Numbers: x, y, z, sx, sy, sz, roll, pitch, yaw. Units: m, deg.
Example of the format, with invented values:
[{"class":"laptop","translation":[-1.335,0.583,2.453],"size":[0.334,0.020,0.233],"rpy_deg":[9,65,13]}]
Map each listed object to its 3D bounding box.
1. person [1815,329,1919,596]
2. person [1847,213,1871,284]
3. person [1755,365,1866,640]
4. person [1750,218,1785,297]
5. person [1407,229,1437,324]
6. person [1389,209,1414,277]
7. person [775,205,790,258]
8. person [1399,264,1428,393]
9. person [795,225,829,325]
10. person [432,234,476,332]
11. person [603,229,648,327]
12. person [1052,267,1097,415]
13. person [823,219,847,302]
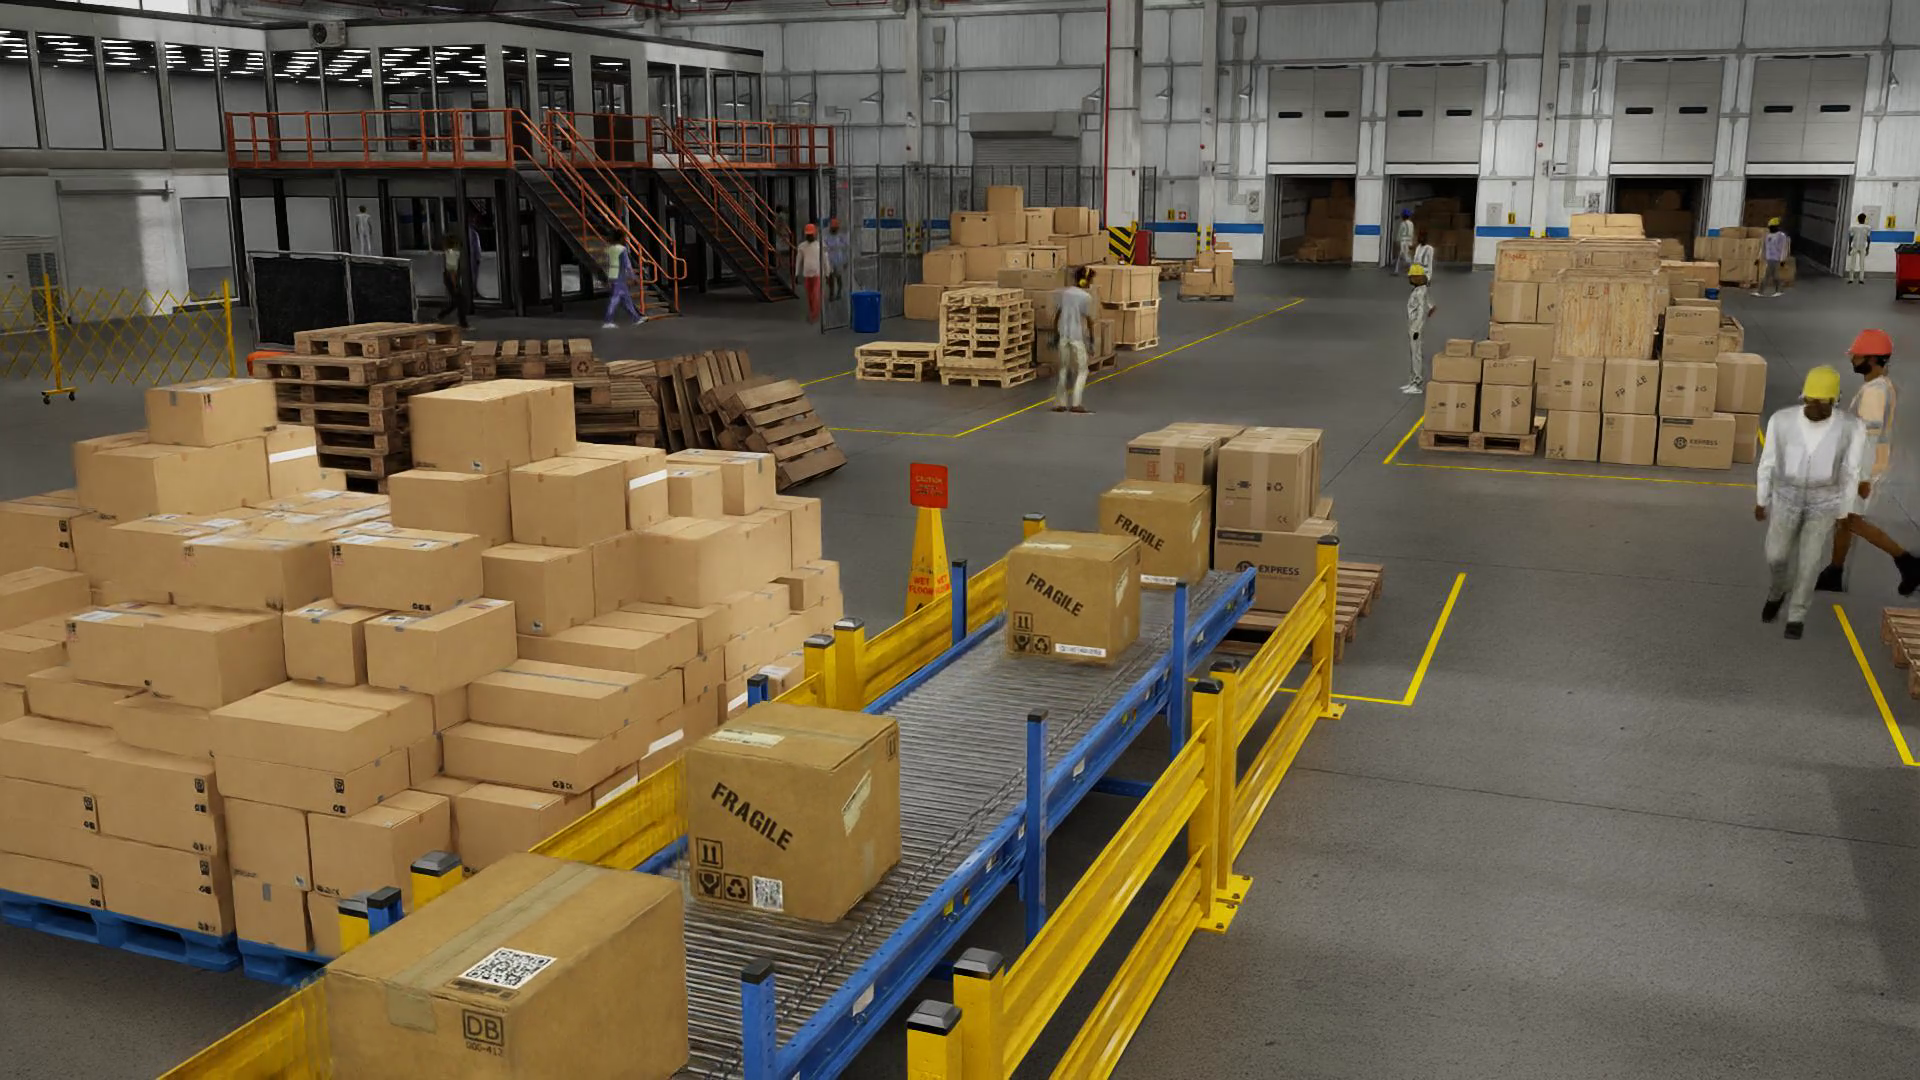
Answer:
[{"class":"person","translation":[6.454,-0.525,11.731],"size":[0.757,1.918,0.549],"rpy_deg":[8,15,31]},{"class":"person","translation":[23.823,-7.709,44.066],"size":[0.507,1.865,0.329],"rpy_deg":[7,14,28]},{"class":"person","translation":[5.450,-0.243,10.719],"size":[0.596,1.807,0.480],"rpy_deg":[7,14,29]},{"class":"person","translation":[19.307,-6.706,39.566],"size":[1.002,1.870,0.590],"rpy_deg":[-3,13,-13]},{"class":"person","translation":[9.128,-5.173,32.689],"size":[0.597,1.871,0.580],"rpy_deg":[-4,13,-16]},{"class":"person","translation":[12.559,-8.335,46.756],"size":[0.933,1.919,0.598],"rpy_deg":[10,16,38]},{"class":"person","translation":[-6.101,-10.564,56.957],"size":[0.594,1.824,0.638],"rpy_deg":[2,13,9]},{"class":"person","translation":[6.181,-2.872,22.642],"size":[0.298,1.743,0.493],"rpy_deg":[1,13,6]},{"class":"person","translation":[-2.932,-5.198,32.631],"size":[0.661,1.932,1.049],"rpy_deg":[3,13,13]},{"class":"person","translation":[-9.477,-4.778,31.014],"size":[0.697,1.825,0.530],"rpy_deg":[-5,14,-23]},{"class":"person","translation":[-6.508,-5.051,32.141],"size":[1.021,1.865,0.598],"rpy_deg":[-8,15,-33]},{"class":"person","translation":[1.412,-2.471,20.660],"size":[0.662,1.834,0.333],"rpy_deg":[9,15,35]},{"class":"person","translation":[-2.894,-6.475,38.457],"size":[0.555,1.903,0.963],"rpy_deg":[0,13,2]}]
